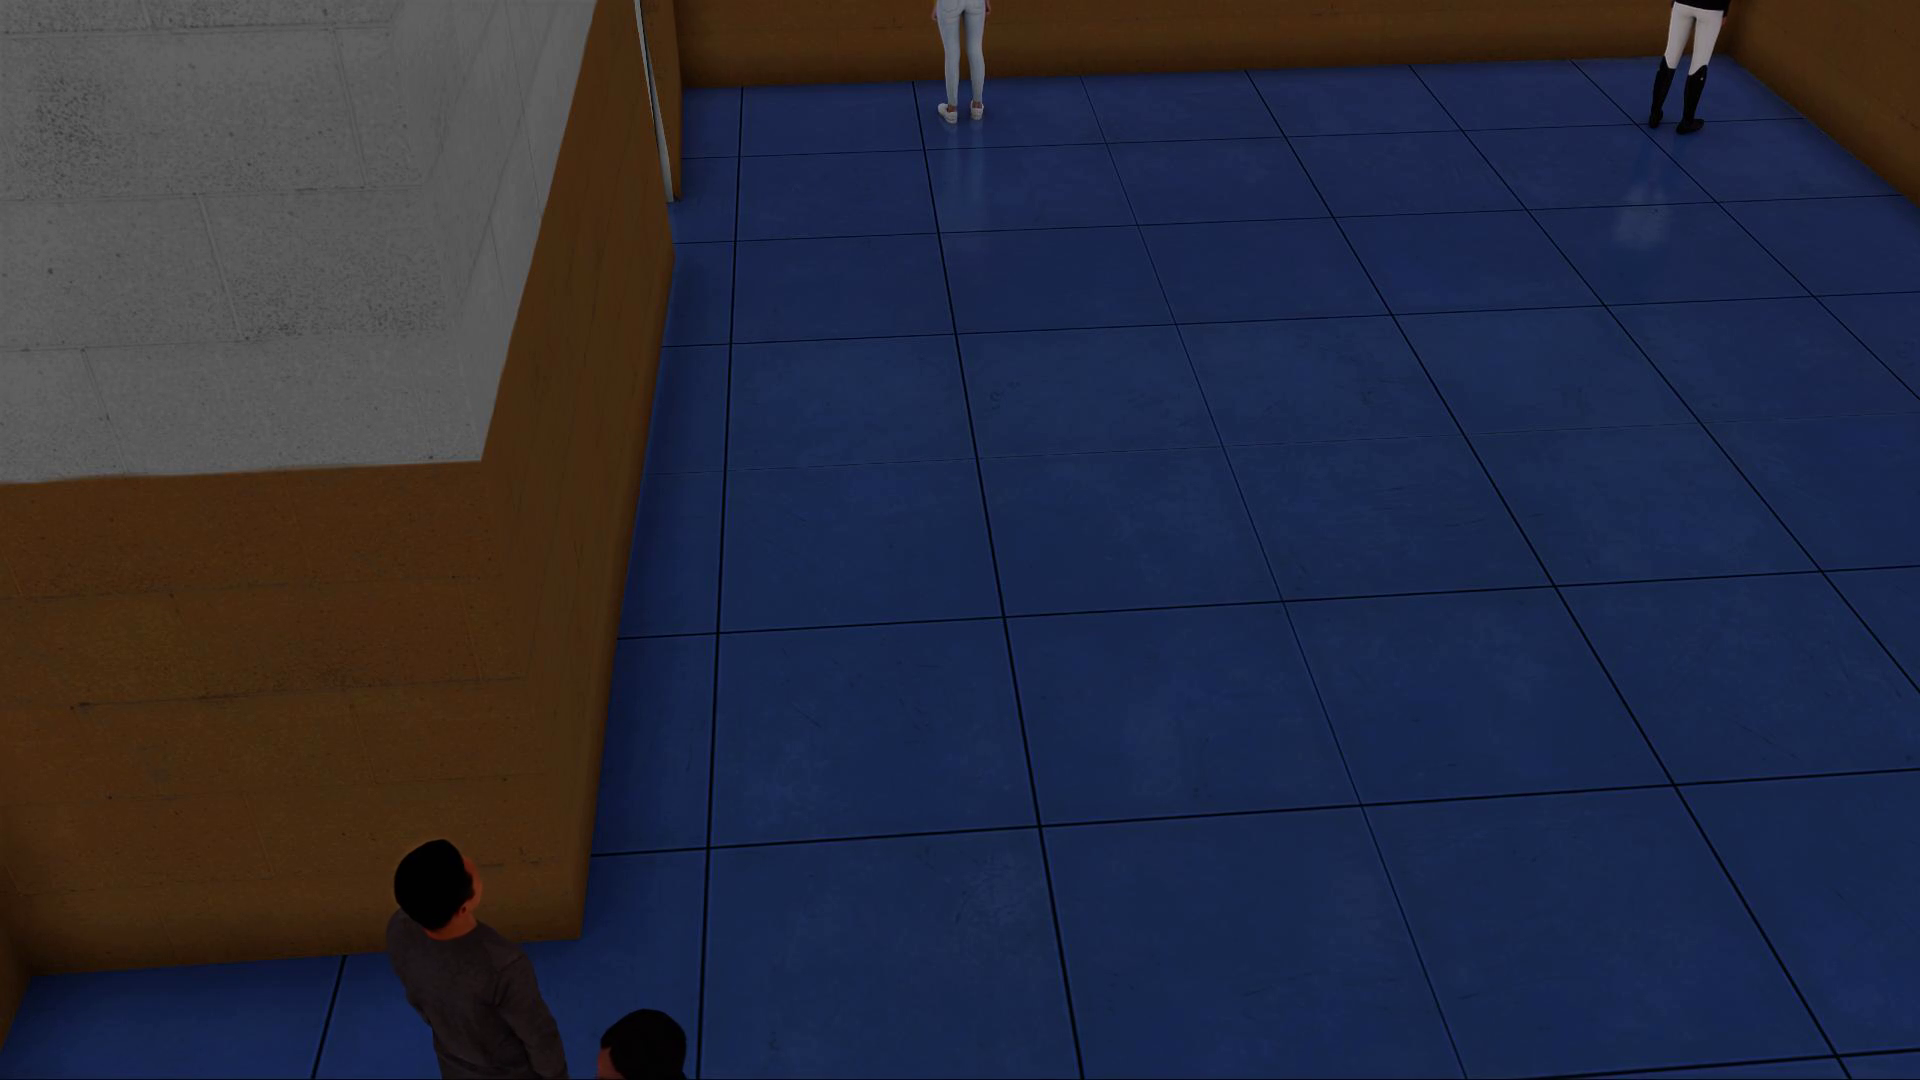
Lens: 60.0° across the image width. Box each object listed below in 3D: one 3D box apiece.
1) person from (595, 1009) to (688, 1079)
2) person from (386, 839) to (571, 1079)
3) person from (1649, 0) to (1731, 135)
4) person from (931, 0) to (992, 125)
[{"bbox_3d":[-0.772,1.831,4.386,0.663,1.743,0.713,29,46,33],"label":"person"},{"bbox_3d":[-1.357,1.508,4.794,0.649,1.769,0.774,-12,38,-15],"label":"person"},{"bbox_3d":[5.261,-3.771,11.847,0.663,1.729,0.718,29,45,32],"label":"person"},{"bbox_3d":[0.009,-3.886,11.996,0.531,1.750,0.692,-9,38,-11],"label":"person"}]
